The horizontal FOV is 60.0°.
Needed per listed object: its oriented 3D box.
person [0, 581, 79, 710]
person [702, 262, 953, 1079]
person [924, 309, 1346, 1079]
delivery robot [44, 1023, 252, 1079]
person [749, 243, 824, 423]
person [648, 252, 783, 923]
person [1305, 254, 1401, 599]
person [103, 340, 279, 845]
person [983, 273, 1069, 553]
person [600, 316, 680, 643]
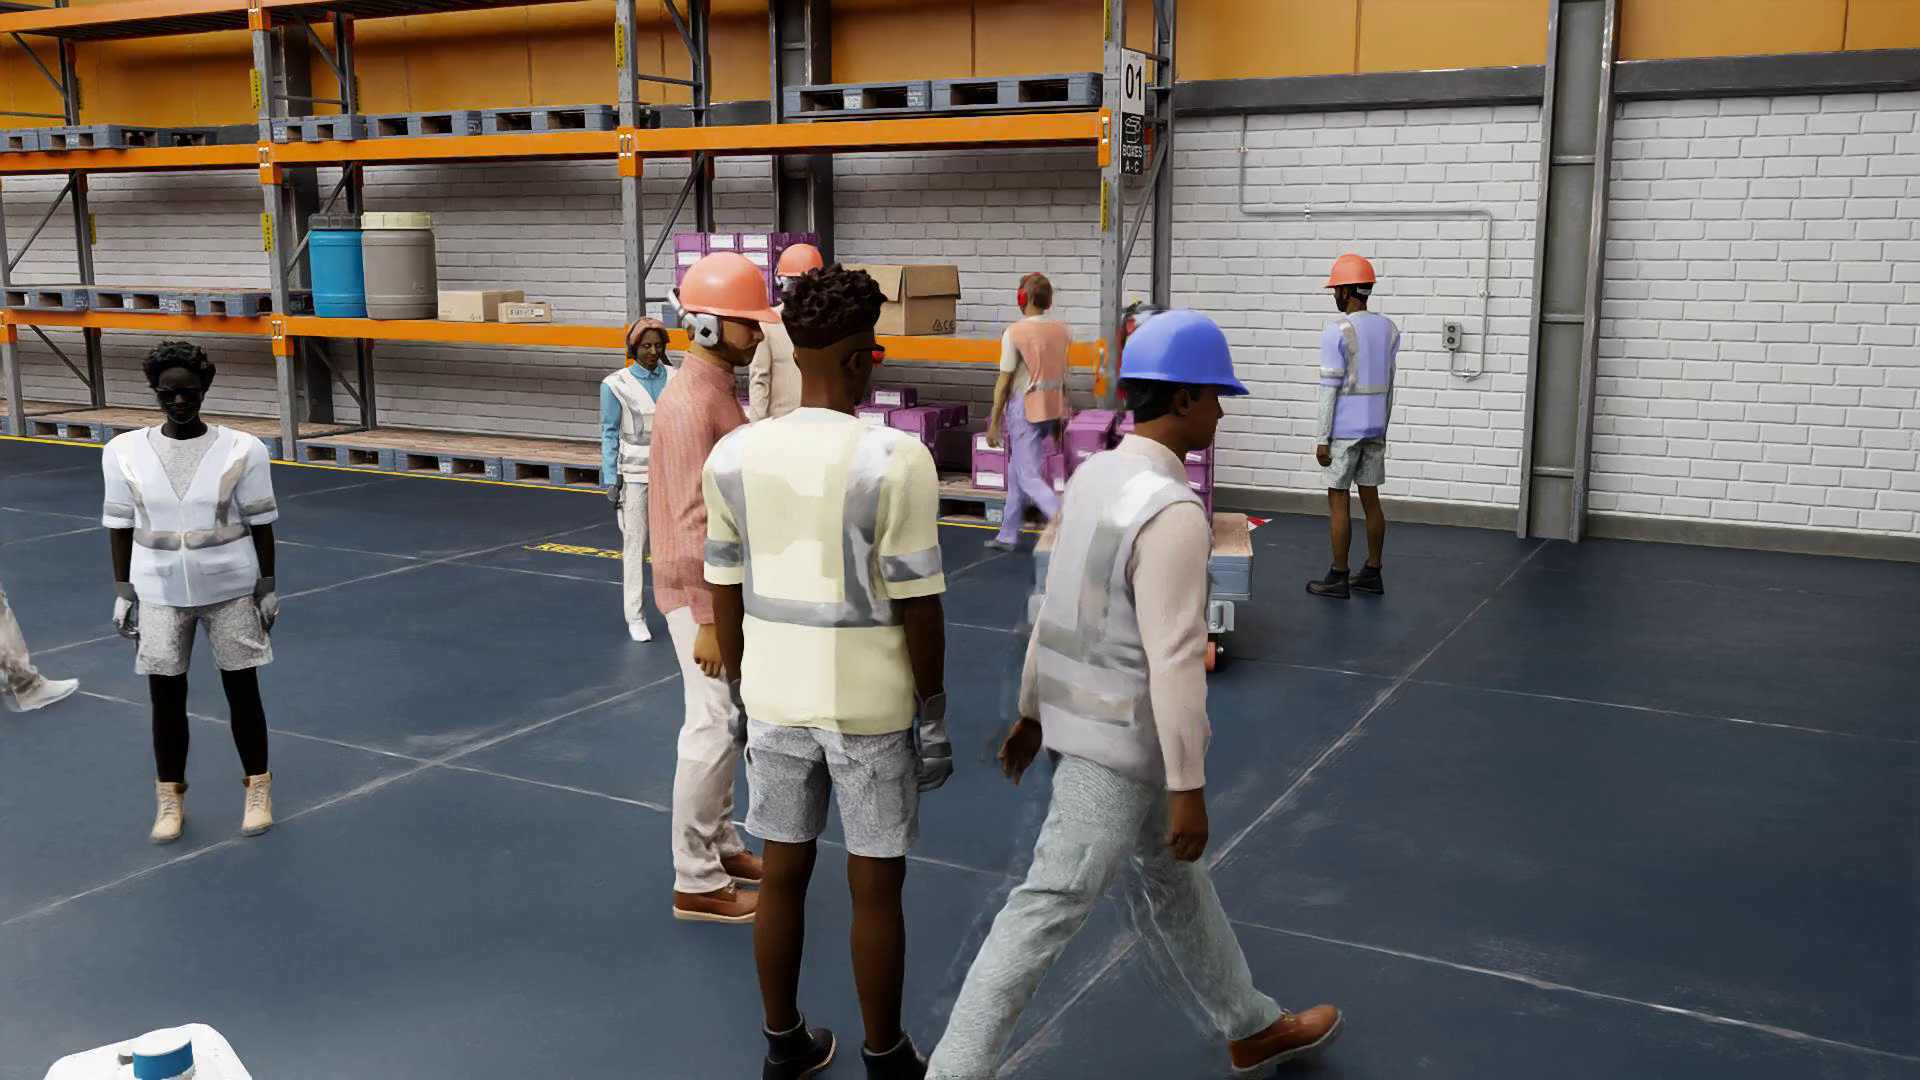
[{"bbox_3d":[-4.186,-0.057,6.823,0.503,1.691,0.902,5,12,26],"label":"person"},{"bbox_3d":[-0.288,0.359,3.805,0.601,1.967,0.369,5,12,27],"label":"person"},{"bbox_3d":[0.377,0.430,3.723,1.131,1.871,0.634,-2,10,-9],"label":"person"},{"bbox_3d":[-1.459,1.151,3.082,0.477,0.478,0.707,-8,13,-36],"label":"delivery robot"},{"bbox_3d":[-0.858,-0.594,8.992,0.615,1.987,0.400,-9,14,-42],"label":"person"},{"bbox_3d":[-0.710,0.153,4.918,0.410,1.980,0.627,0,10,-1],"label":"person"},{"bbox_3d":[2.189,-0.628,9.340,0.545,1.930,0.382,-6,12,-31],"label":"person"},{"bbox_3d":[-2.552,0.179,5.566,0.537,1.694,0.320,-3,11,-14],"label":"person"},{"bbox_3d":[0.472,-0.757,10.382,0.912,1.803,0.569,9,13,39],"label":"person"},{"bbox_3d":[-1.553,-0.304,8.361,0.528,1.630,0.320,-8,13,-37],"label":"person"}]
